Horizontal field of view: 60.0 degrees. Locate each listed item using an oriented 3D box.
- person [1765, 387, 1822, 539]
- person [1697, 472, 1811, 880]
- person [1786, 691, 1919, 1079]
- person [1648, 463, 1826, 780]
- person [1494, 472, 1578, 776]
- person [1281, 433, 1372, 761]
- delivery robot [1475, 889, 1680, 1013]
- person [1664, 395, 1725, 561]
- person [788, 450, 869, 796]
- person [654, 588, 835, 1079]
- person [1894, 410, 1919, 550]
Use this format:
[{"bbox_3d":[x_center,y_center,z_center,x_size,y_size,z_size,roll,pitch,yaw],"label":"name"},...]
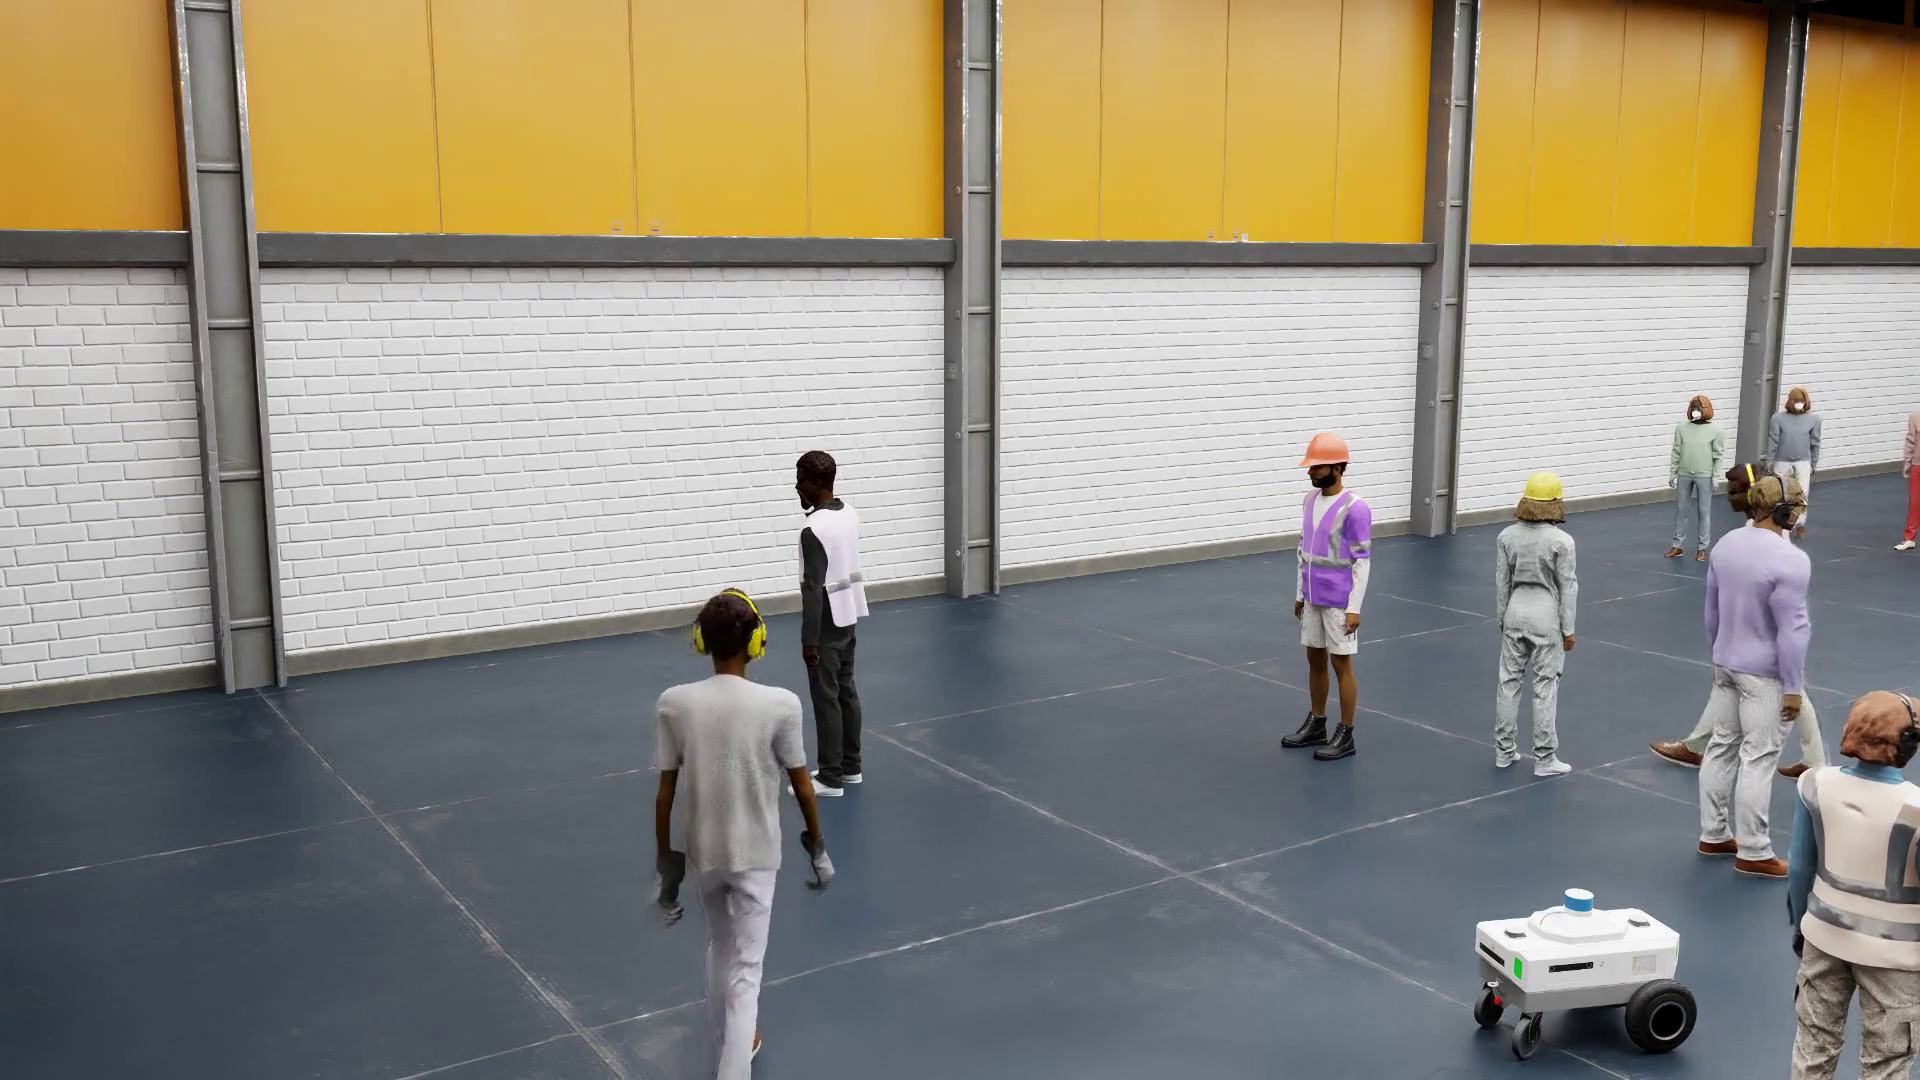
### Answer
[{"bbox_3d":[8.849,-0.812,17.688,0.508,1.619,0.433,5,10,26],"label":"person"},{"bbox_3d":[3.808,0.639,7.963,0.369,1.938,0.630,-2,10,-10],"label":"person"},{"bbox_3d":[2.775,1.264,5.098,0.310,1.639,0.514,-6,11,-30],"label":"person"},{"bbox_3d":[4.479,0.461,9.432,0.972,1.800,0.628,8,13,41],"label":"person"},{"bbox_3d":[3.304,0.475,9.539,0.294,1.744,0.487,-8,13,-41],"label":"person"},{"bbox_3d":[2.155,0.332,9.818,0.375,1.935,0.550,-5,11,-26],"label":"person"},{"bbox_3d":[2.322,1.563,6.278,0.707,0.478,0.477,-2,10,-12],"label":"delivery robot"},{"bbox_3d":[7.265,-0.616,16.441,0.497,1.633,0.285,9,13,42],"label":"person"},{"bbox_3d":[-0.716,0.460,9.138,0.398,1.911,0.587,3,10,17],"label":"person"},{"bbox_3d":[-0.714,1.074,5.686,0.541,1.831,0.874,3,10,15],"label":"person"},{"bbox_3d":[9.806,-0.742,16.803,0.330,1.768,0.526,-7,12,-37],"label":"person"}]
